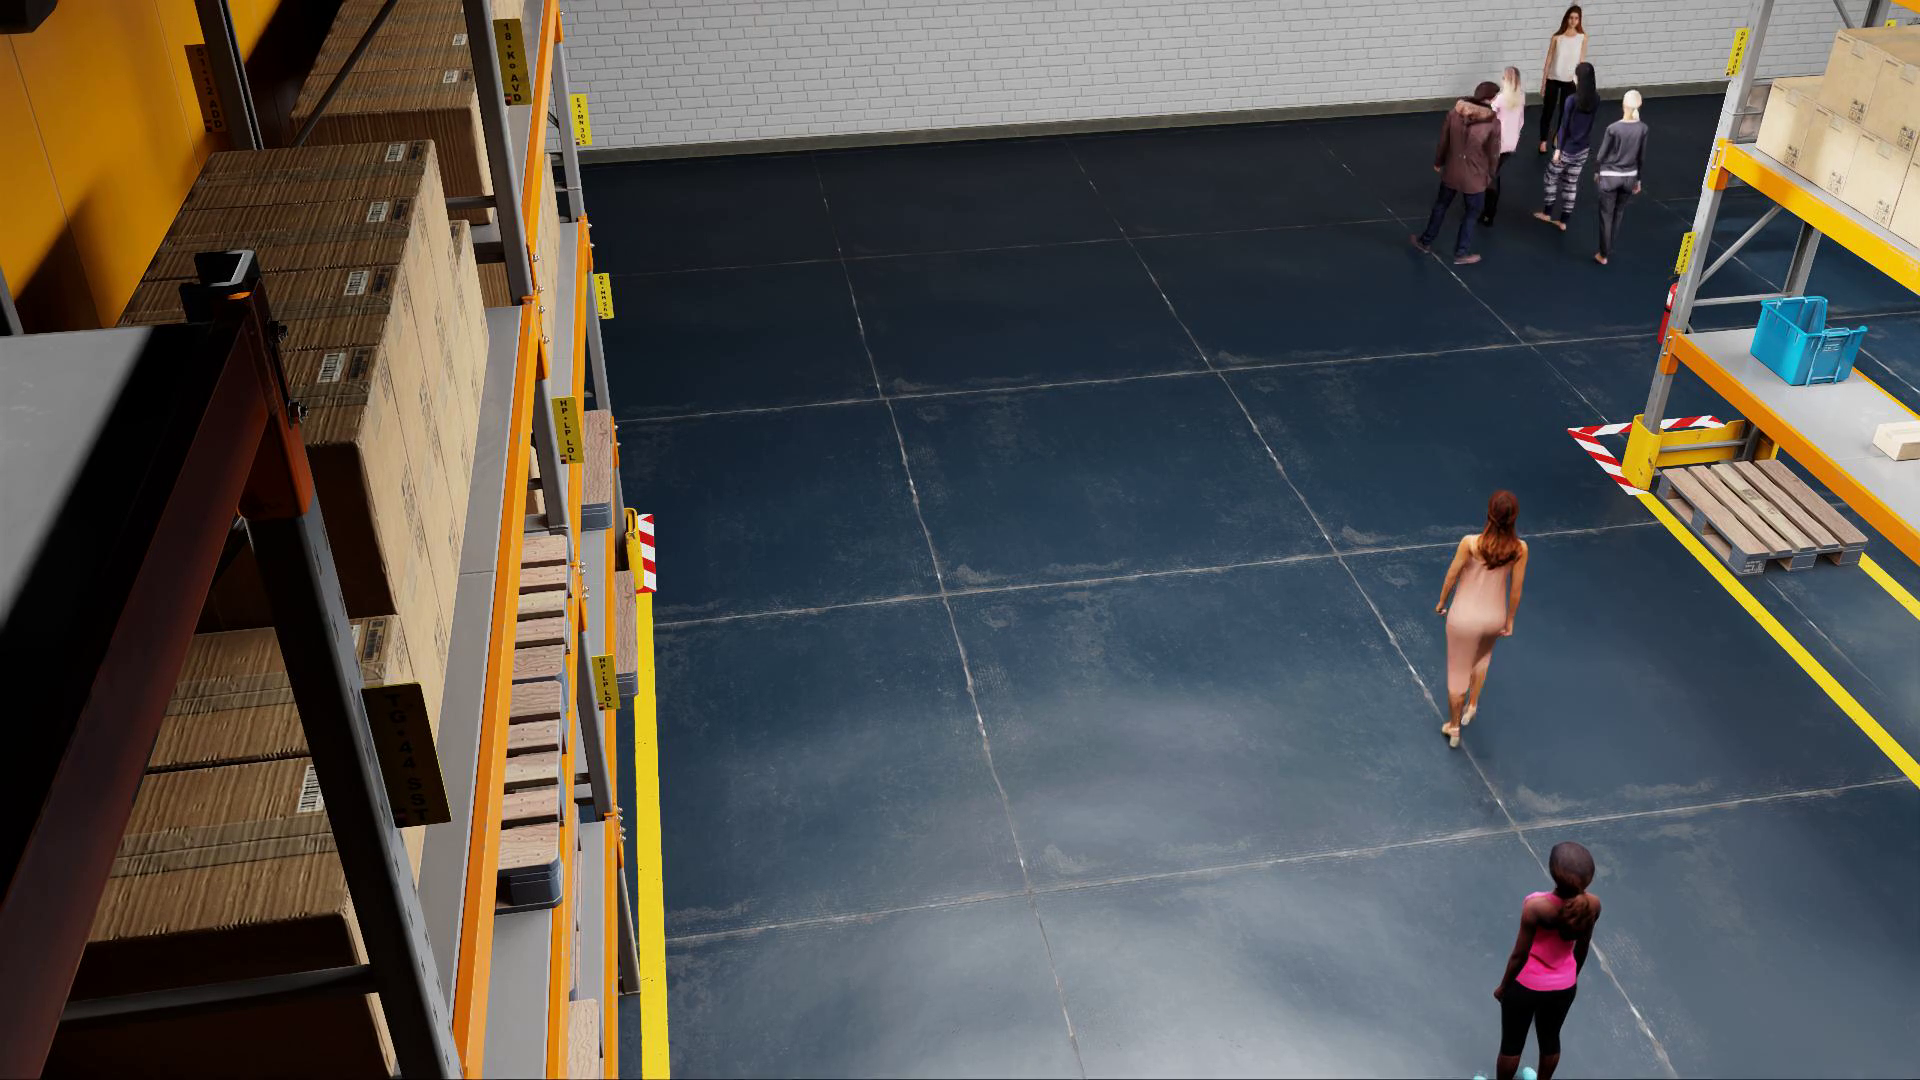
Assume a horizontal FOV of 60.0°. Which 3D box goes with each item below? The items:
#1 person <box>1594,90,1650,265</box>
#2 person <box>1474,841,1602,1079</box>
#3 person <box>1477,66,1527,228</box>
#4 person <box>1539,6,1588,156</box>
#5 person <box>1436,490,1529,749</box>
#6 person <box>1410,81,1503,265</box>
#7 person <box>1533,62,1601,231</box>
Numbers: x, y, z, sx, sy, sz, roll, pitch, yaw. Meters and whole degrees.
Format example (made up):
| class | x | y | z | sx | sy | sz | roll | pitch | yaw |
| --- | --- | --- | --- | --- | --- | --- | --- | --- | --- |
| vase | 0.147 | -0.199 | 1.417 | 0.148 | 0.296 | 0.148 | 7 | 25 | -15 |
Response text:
| class | x | y | z | sx | sy | sz | roll | pitch | yaw |
| --- | --- | --- | --- | --- | --- | --- | --- | --- | --- |
| person | 6.534 | -3.553 | 16.458 | 0.649 | 1.706 | 0.827 | -1 | 34 | -1 |
| person | 2.768 | 2.112 | 7.919 | 0.558 | 1.724 | 0.535 | -5 | 34 | -7 |
| person | 5.638 | -4.045 | 17.220 | 0.685 | 1.682 | 0.677 | -15 | 37 | -22 |
| person | 6.873 | -5.270 | 19.034 | 0.685 | 1.714 | 0.725 | 10 | 35 | 15 |
| person | 3.181 | 0.538 | 10.200 | 0.666 | 1.820 | 0.697 | 2 | 34 | 3 |
| person | 4.958 | -3.649 | 16.500 | 0.941 | 1.821 | 1.070 | 19 | 38 | 26 |
| person | 6.376 | -4.020 | 17.159 | 0.680 | 1.709 | 0.728 | -12 | 35 | -17 |
